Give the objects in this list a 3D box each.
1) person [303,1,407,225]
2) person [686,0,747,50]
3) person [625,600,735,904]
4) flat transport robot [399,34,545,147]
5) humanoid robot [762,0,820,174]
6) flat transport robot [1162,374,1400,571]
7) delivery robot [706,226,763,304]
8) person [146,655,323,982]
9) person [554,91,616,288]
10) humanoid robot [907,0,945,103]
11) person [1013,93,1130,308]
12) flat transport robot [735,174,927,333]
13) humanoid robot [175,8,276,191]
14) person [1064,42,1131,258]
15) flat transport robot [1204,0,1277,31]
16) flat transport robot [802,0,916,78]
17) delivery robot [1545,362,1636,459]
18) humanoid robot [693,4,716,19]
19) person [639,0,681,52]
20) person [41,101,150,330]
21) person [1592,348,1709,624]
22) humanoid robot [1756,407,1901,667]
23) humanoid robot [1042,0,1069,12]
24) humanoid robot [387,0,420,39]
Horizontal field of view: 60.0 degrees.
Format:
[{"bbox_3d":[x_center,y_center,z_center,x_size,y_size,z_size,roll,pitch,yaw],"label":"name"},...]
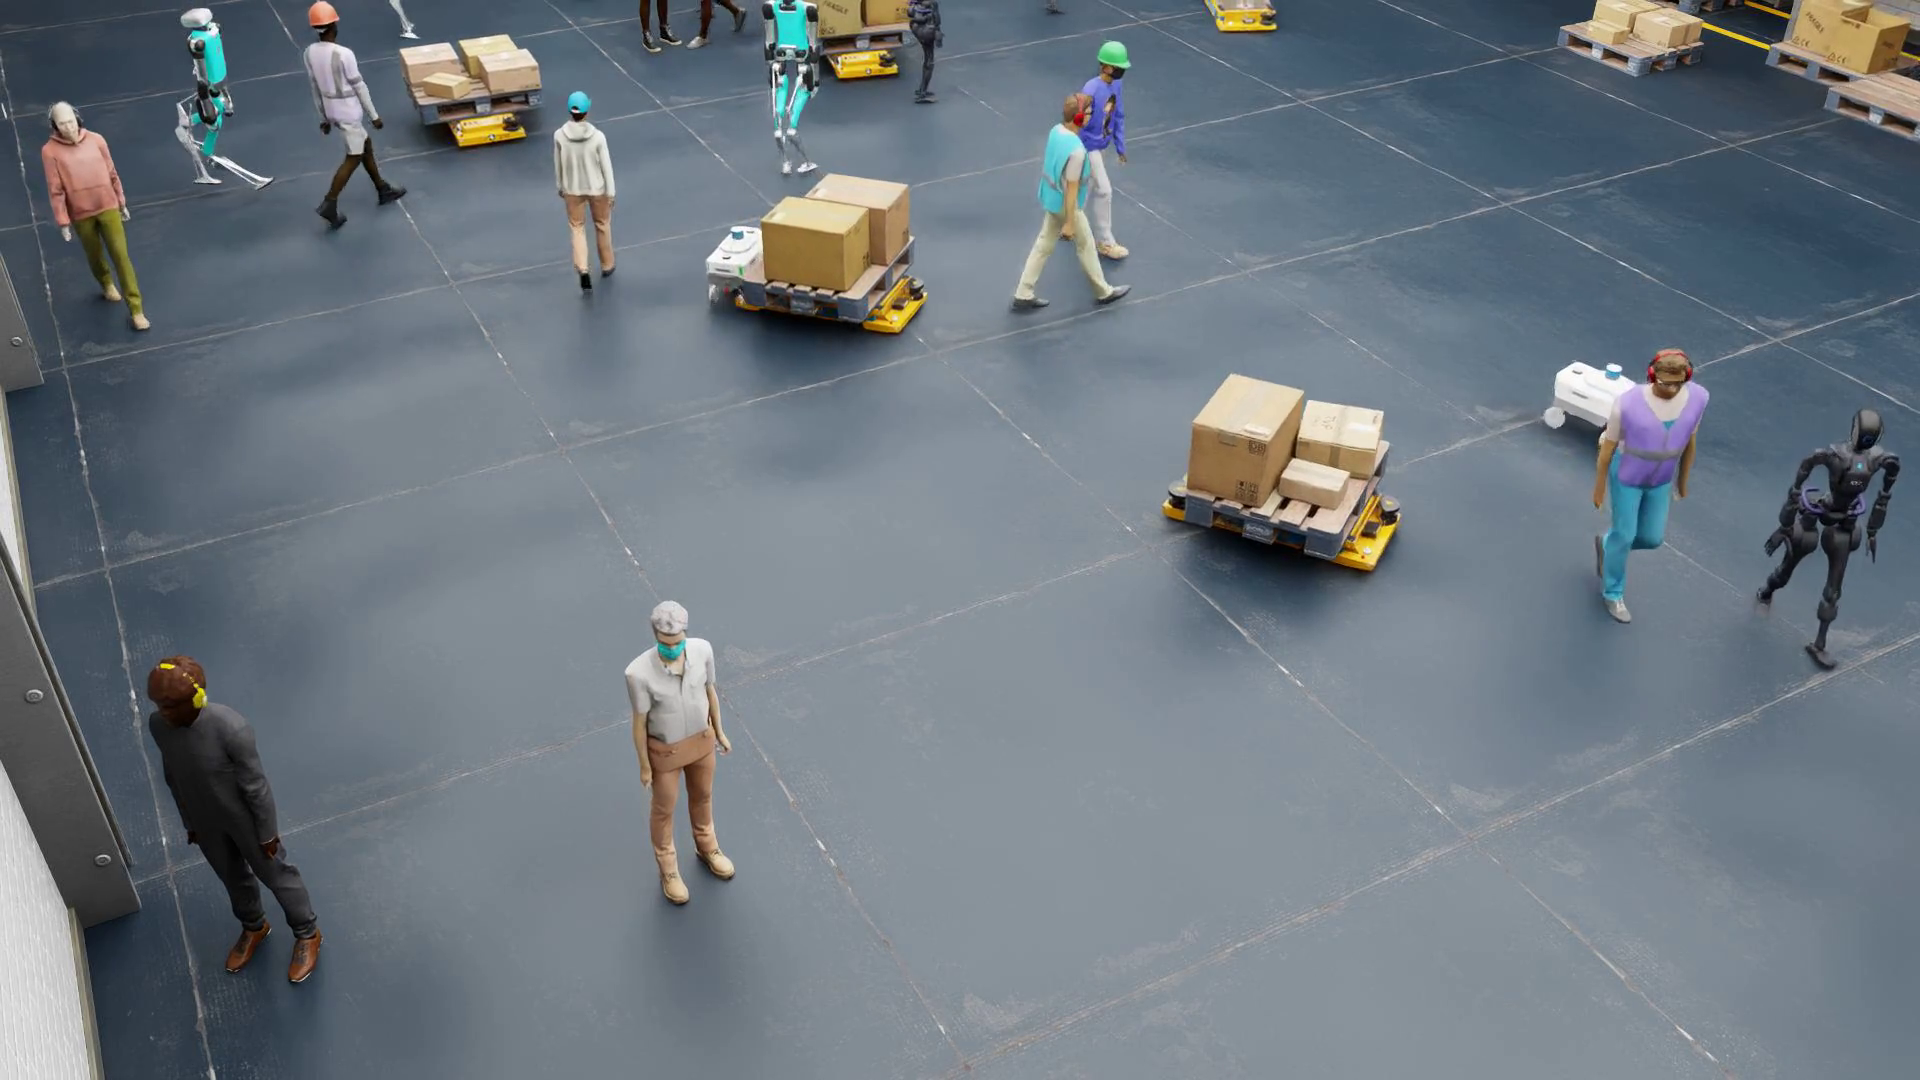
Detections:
[{"bbox_3d":[-5.482,-3.765,14.678,0.554,1.892,0.959,21,40,28],"label":"person"},{"bbox_3d":[-2.749,-6.454,18.511,0.767,1.897,0.584,-21,40,-27],"label":"person"},{"bbox_3d":[-1.340,0.992,8.017,0.476,1.739,0.323,-23,41,-29],"label":"person"},{"bbox_3d":[-4.927,-4.378,16.967,0.659,0.231,1.431,-15,38,-20],"label":"flat transport robot"},{"bbox_3d":[-1.597,-4.212,15.443,0.531,1.786,0.717,6,36,9],"label":"humanoid robot"},{"bbox_3d":[2.132,-0.212,11.018,1.431,0.231,0.659,16,38,22],"label":"flat transport robot"},{"bbox_3d":[-1.811,-2.305,13.769,0.499,0.608,0.797,9,36,13],"label":"delivery robot"},{"bbox_3d":[-3.303,1.257,7.534,0.491,1.866,0.353,7,36,10],"label":"person"},{"bbox_3d":[-3.051,-2.851,13.569,0.490,1.653,0.644,-2,35,-3],"label":"person"},{"bbox_3d":[-0.354,-5.346,17.115,0.325,1.651,0.602,-13,37,-18],"label":"humanoid robot"},{"bbox_3d":[0.884,-2.661,13.189,0.984,1.792,0.588,-10,36,-14],"label":"person"},{"bbox_3d":[-1.048,-2.007,13.582,1.431,0.231,0.659,11,37,16],"label":"flat transport robot"},{"bbox_3d":[-6.854,-3.930,15.046,1.039,1.733,0.556,0,35,0],"label":"humanoid robot"},{"bbox_3d":[1.234,-3.300,14.064,0.823,1.831,0.470,23,41,29],"label":"person"},{"bbox_3d":[3.305,-6.369,19.809,0.659,0.231,1.431,-2,35,-3],"label":"flat transport robot"},{"bbox_3d":[-1.187,-5.489,18.552,0.659,0.231,1.431,-9,36,-13],"label":"flat transport robot"},{"bbox_3d":[4.612,-0.951,11.834,0.499,0.606,0.796,-27,43,-33],"label":"delivery robot"},{"bbox_3d":[-3.072,-6.913,19.359,0.368,1.636,0.603,-1,35,-2],"label":"humanoid robot"},{"bbox_3d":[-3.399,-6.443,18.436,0.362,1.963,0.612,26,43,32],"label":"person"},{"bbox_3d":[-6.859,-2.608,13.113,0.547,1.794,0.944,-21,40,-27],"label":"person"},{"bbox_3d":[4.041,-0.372,9.897,0.584,1.818,0.510,-6,35,-9],"label":"person"},{"bbox_3d":[5.033,-0.087,9.654,0.610,1.631,0.747,4,35,6],"label":"humanoid robot"},{"bbox_3d":[1.147,-7.121,19.676,0.603,1.650,0.611,-29,44,-35],"label":"humanoid robot"},{"bbox_3d":[-6.448,-6.604,18.862,0.586,1.772,0.878,19,39,25],"label":"humanoid robot"}]
